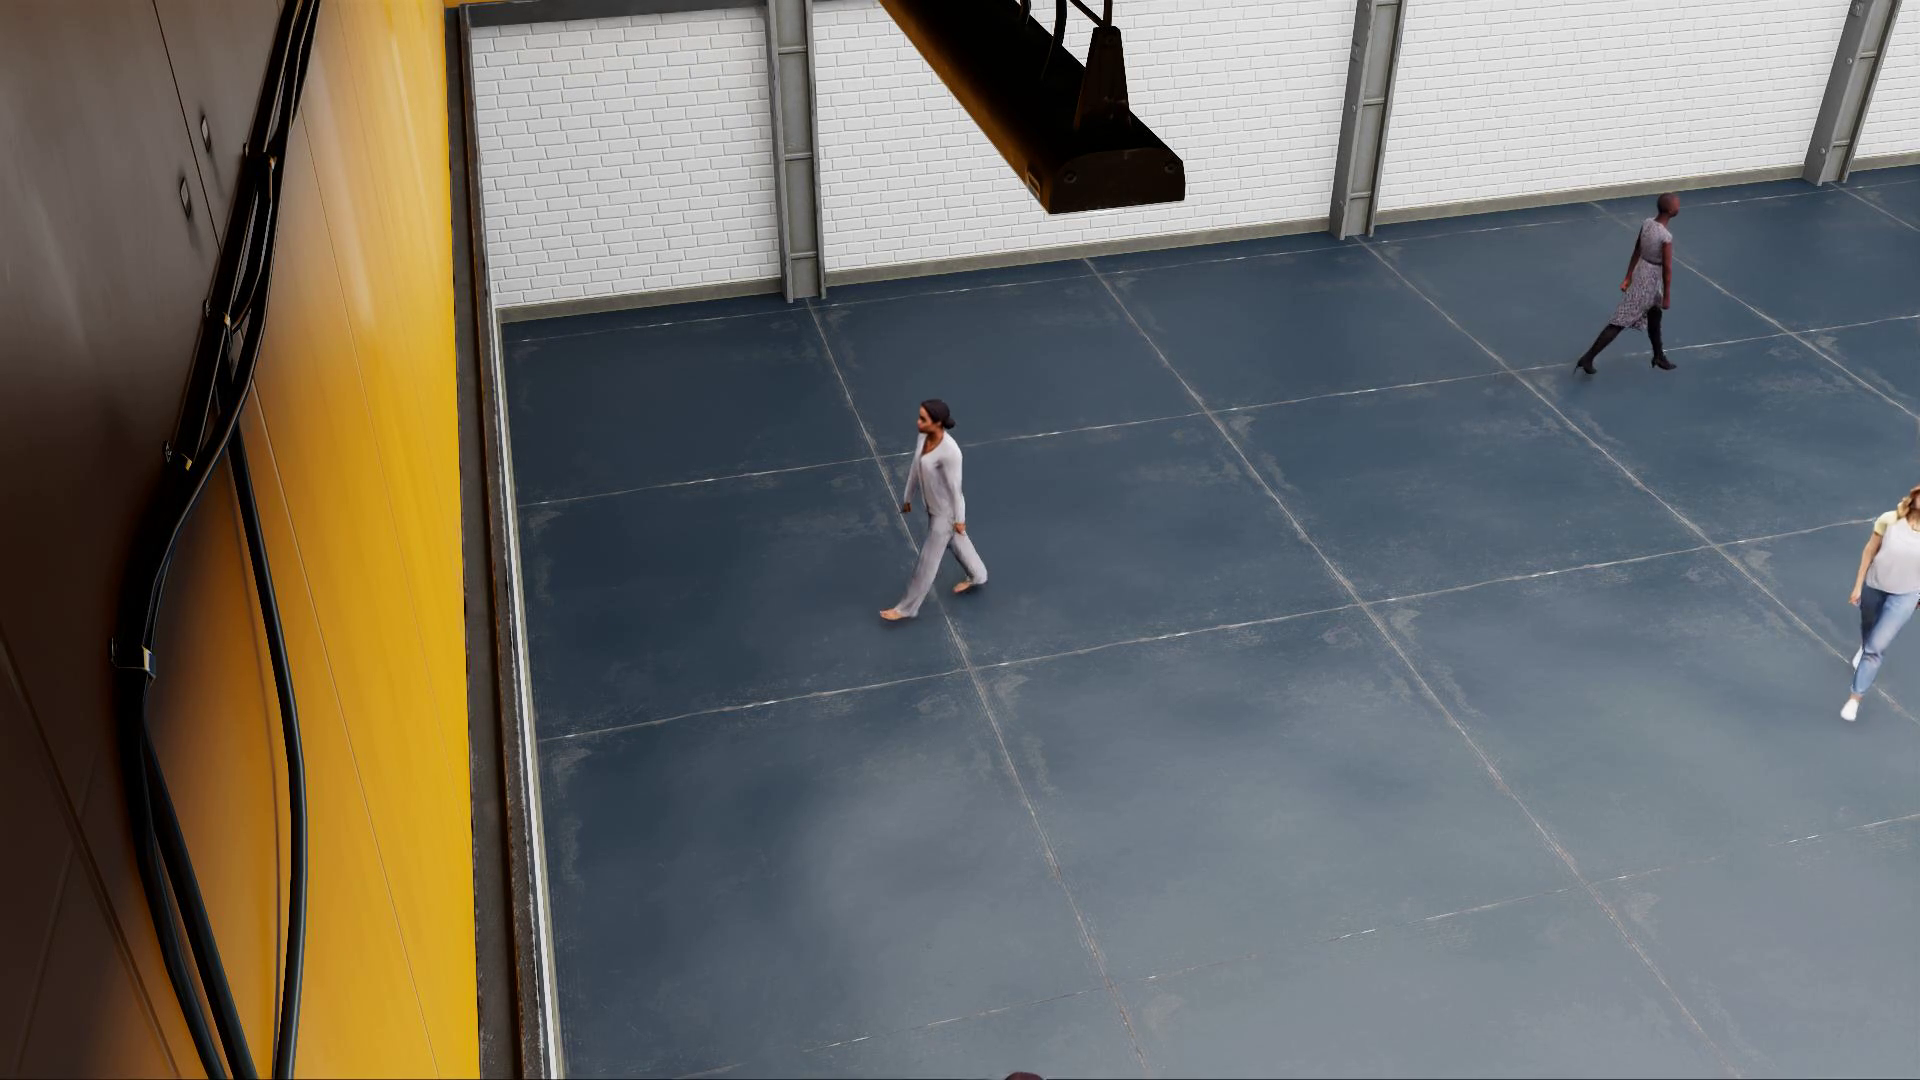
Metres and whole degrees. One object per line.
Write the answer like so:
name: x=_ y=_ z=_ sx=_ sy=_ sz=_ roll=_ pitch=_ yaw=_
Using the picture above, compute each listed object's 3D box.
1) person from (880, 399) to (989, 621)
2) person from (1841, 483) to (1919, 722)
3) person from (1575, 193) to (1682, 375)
person: x=-0.058 y=-0.250 z=11.854 sx=1.215 sy=1.684 sz=0.812 roll=-16 pitch=37 yaw=-22
person: x=6.160 y=0.305 z=11.034 sx=1.133 sy=1.667 sz=1.256 roll=20 pitch=39 yaw=28
person: x=5.969 y=-2.188 z=14.724 sx=1.239 sy=1.734 sz=0.778 roll=-3 pitch=34 yaw=-5
